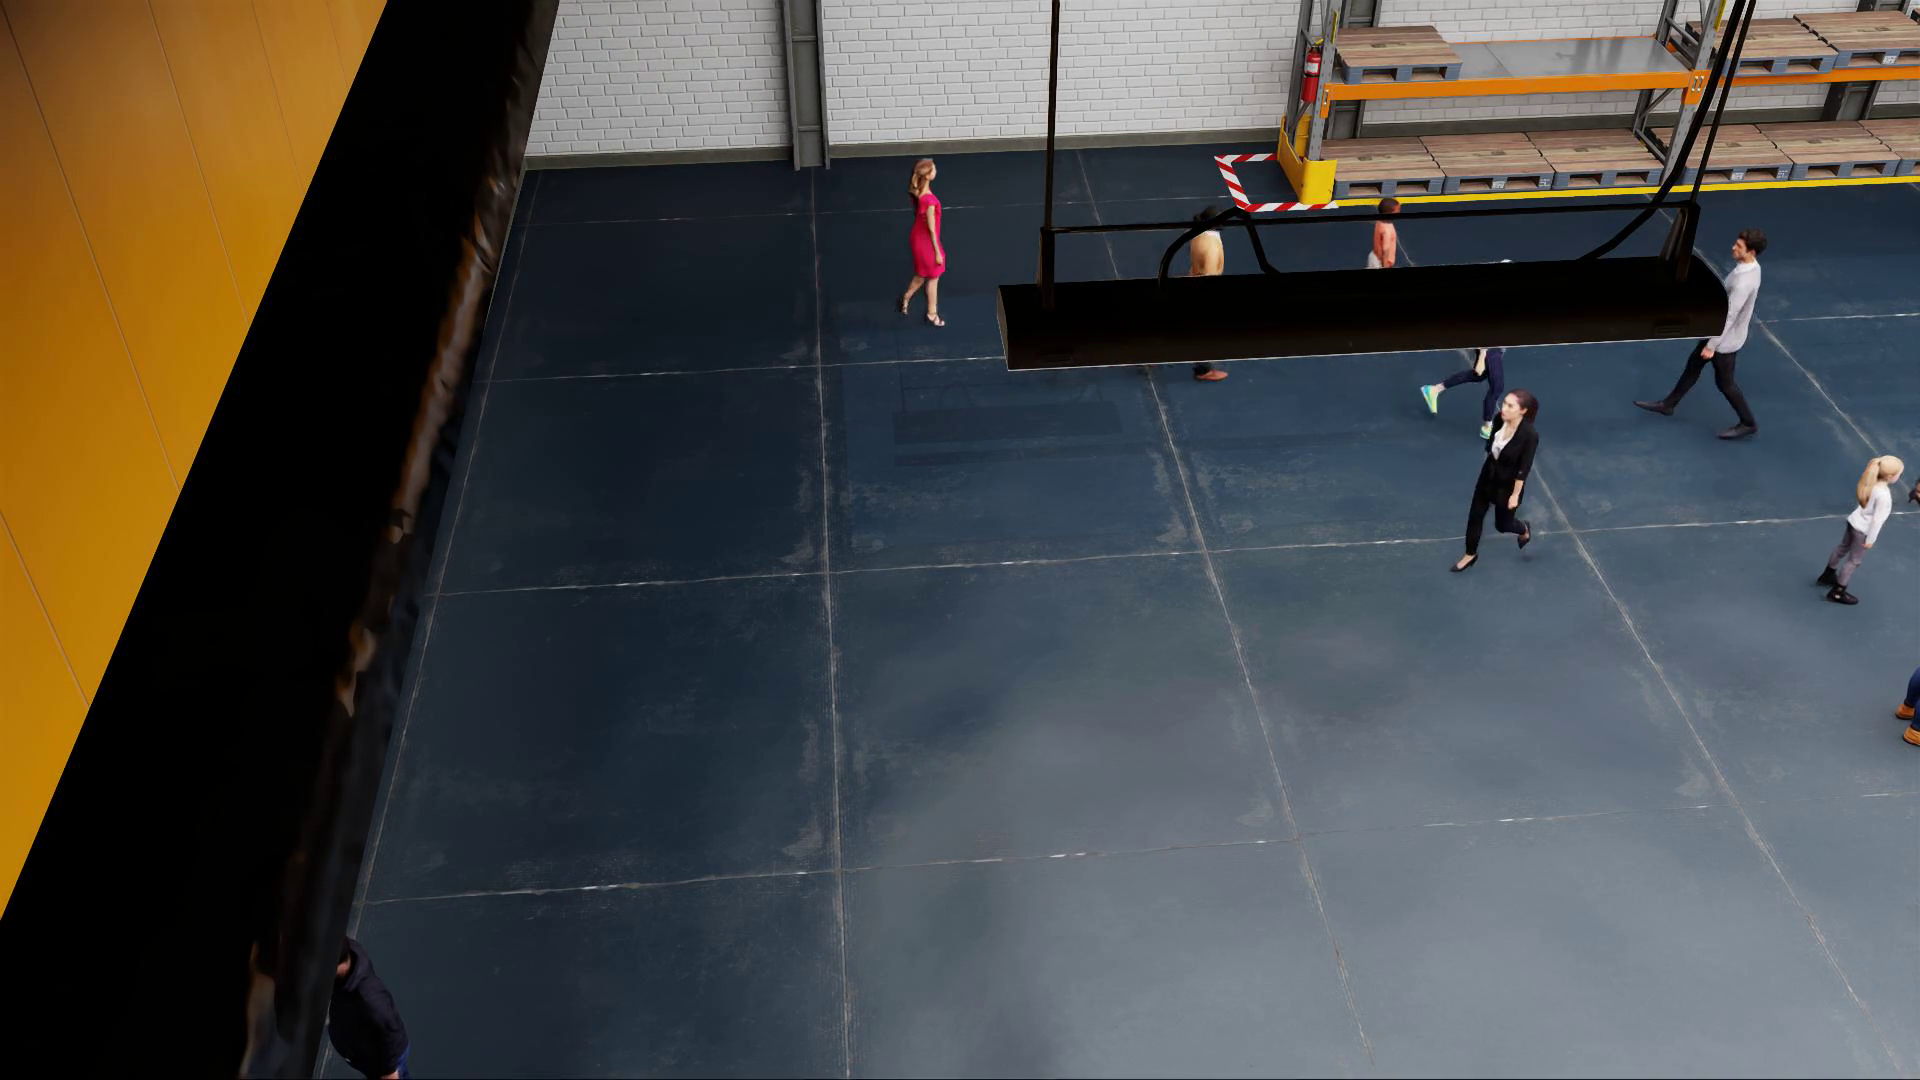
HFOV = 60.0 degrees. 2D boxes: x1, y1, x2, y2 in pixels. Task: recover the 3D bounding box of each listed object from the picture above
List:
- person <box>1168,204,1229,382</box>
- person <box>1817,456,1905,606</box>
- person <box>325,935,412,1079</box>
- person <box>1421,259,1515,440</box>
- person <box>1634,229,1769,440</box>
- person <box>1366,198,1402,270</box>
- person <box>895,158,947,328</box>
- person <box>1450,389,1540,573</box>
[{"bbox_3d":[2.075,-2.165,14.637,0.876,1.741,0.657,-4,39,-5],"label":"person"},{"bbox_3d":[6.732,-0.099,12.421,0.544,1.277,0.528,3,39,4],"label":"person"},{"bbox_3d":[-3.008,2.585,8.571,0.778,1.890,0.760,-28,46,-30],"label":"person"},{"bbox_3d":[4.380,-1.628,14.017,1.163,1.675,1.018,21,43,24],"label":"person"},{"bbox_3d":[6.511,-1.683,13.913,1.375,1.891,1.131,14,41,16],"label":"person"},{"bbox_3d":[3.906,-2.595,15.520,0.493,1.311,0.512,1,39,2],"label":"person"},{"bbox_3d":[-0.379,-2.718,15.347,0.787,1.720,0.669,-10,40,-13],"label":"person"},{"bbox_3d":[4.150,-0.434,12.548,1.007,1.642,0.838,-19,42,-22],"label":"person"}]
